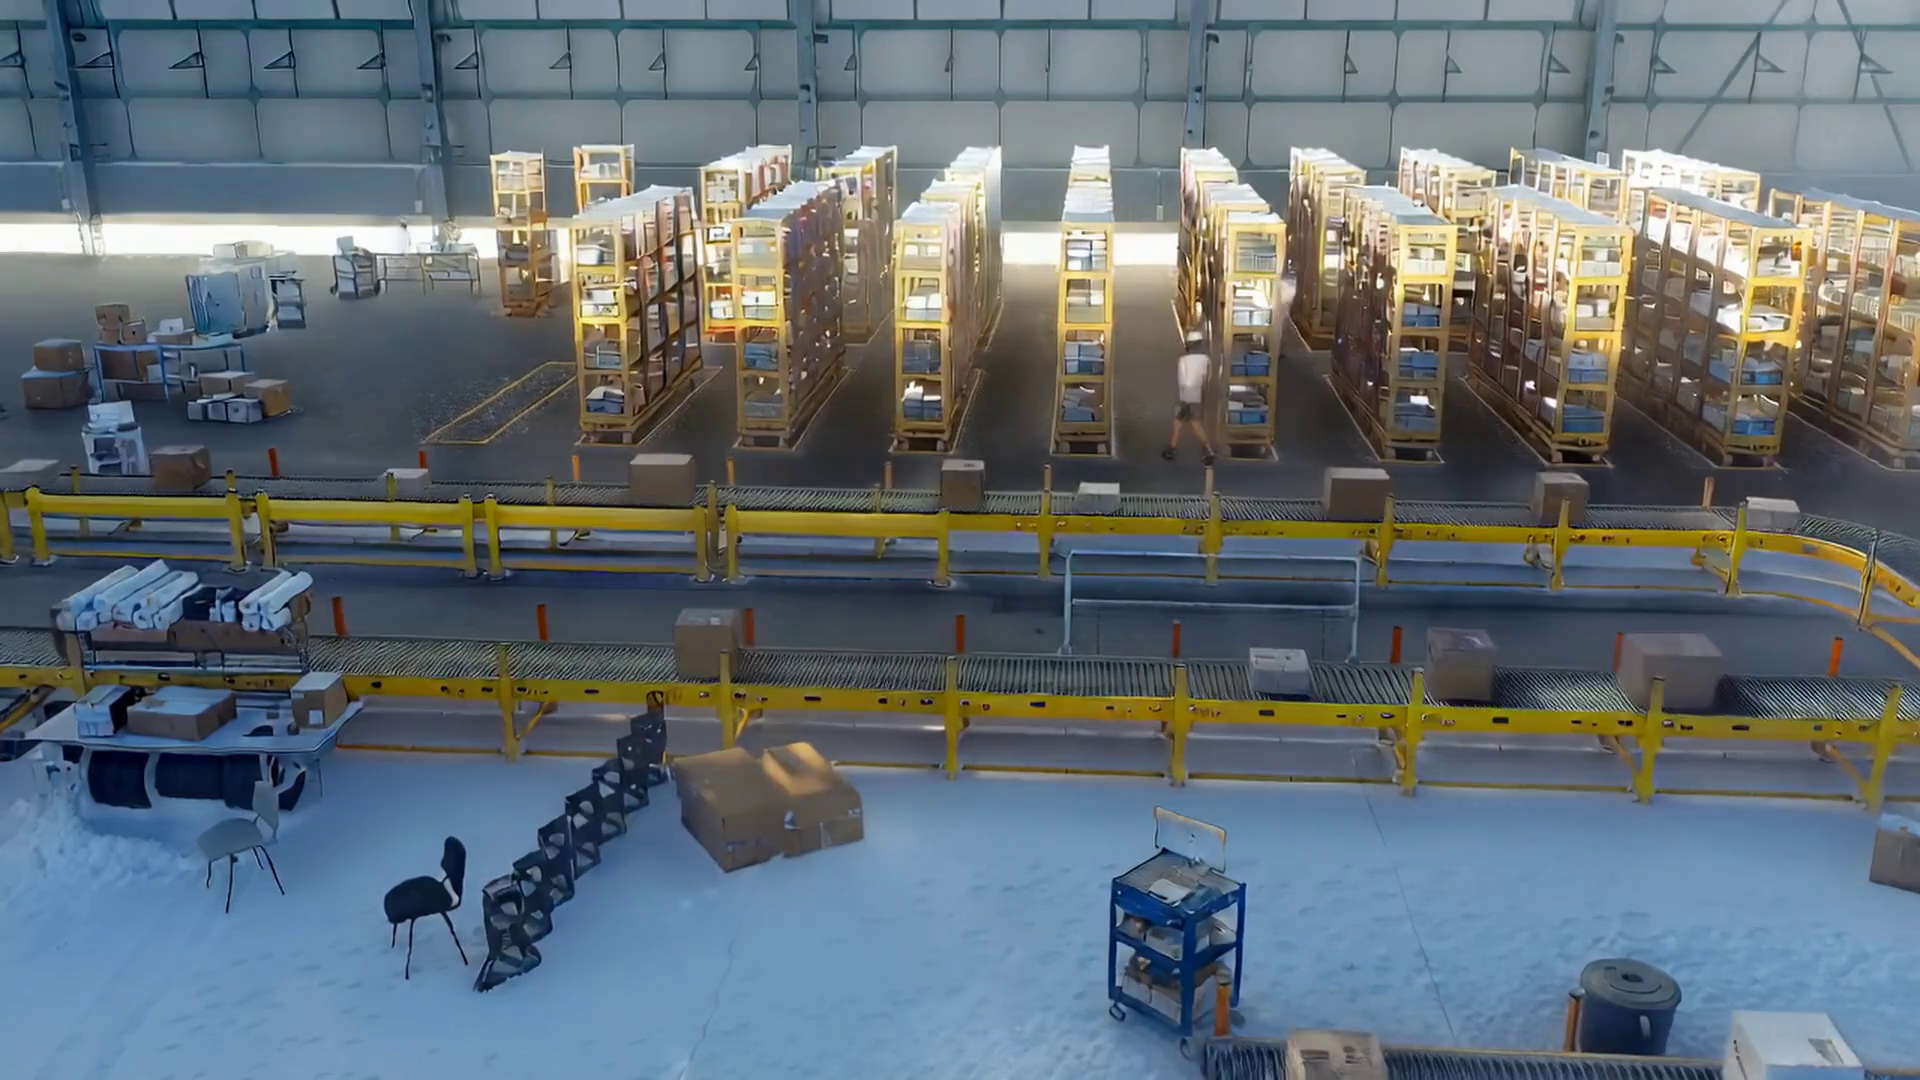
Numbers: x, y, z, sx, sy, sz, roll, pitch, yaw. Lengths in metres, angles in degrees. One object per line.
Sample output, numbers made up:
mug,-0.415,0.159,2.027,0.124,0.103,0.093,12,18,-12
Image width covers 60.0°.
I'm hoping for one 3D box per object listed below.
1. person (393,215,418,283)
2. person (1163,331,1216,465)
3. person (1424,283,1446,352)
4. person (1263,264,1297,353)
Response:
person,-14.030,-7.372,42.155,0.886,1.697,0.590,5,18,15
person,3.518,-2.139,25.092,0.634,2.003,0.946,-11,21,-32
person,9.052,-4.307,31.964,0.400,1.989,0.623,-5,18,-17
person,6.429,-4.620,33.266,0.604,1.803,0.451,-11,21,-32
